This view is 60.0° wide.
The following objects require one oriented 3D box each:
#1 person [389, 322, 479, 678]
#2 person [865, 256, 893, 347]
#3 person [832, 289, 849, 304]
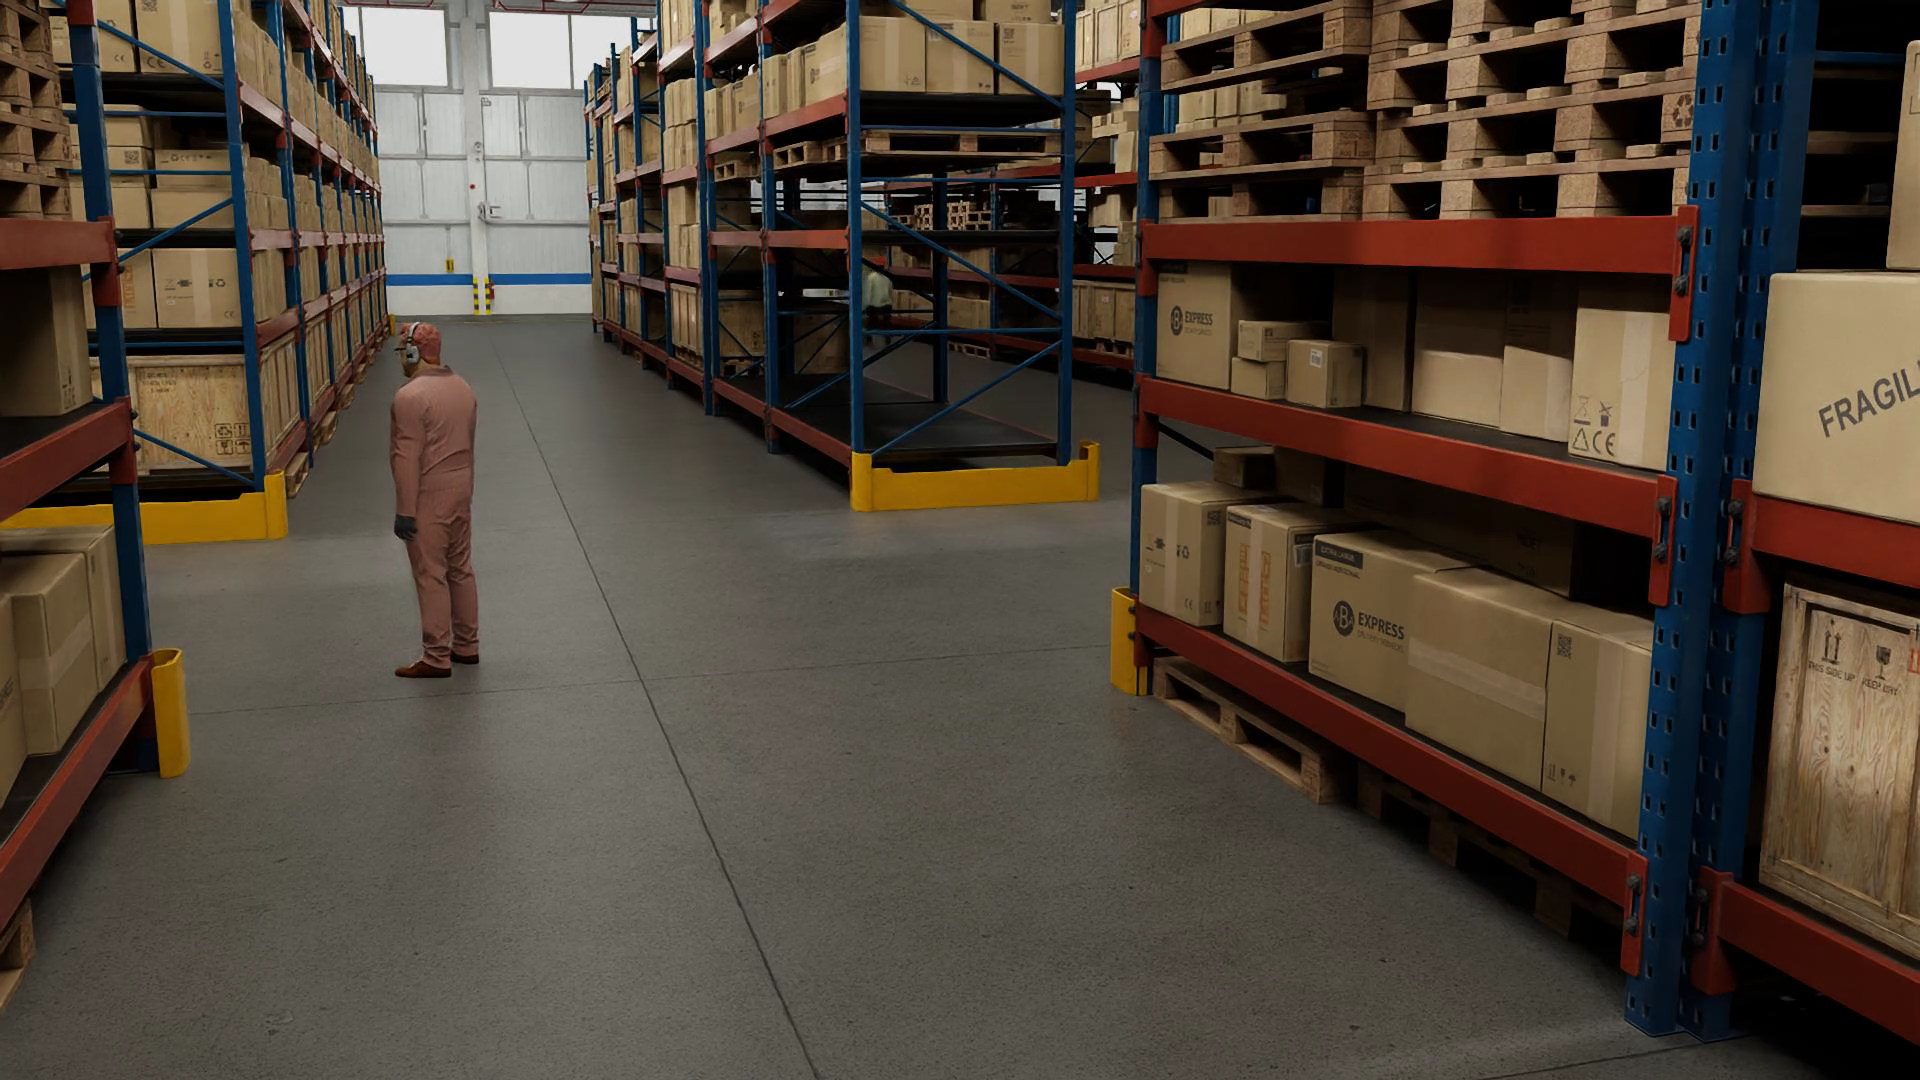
[{"bbox_3d":[-2.847,-0.215,8.954,0.399,1.899,0.646,2,11,13],"label":"person"},{"bbox_3d":[-1.710,-4.993,34.991,0.620,1.962,0.934,-5,12,-27],"label":"person"},{"bbox_3d":[-2.366,-4.884,34.774,0.618,1.811,0.506,-9,13,-39],"label":"person"}]
